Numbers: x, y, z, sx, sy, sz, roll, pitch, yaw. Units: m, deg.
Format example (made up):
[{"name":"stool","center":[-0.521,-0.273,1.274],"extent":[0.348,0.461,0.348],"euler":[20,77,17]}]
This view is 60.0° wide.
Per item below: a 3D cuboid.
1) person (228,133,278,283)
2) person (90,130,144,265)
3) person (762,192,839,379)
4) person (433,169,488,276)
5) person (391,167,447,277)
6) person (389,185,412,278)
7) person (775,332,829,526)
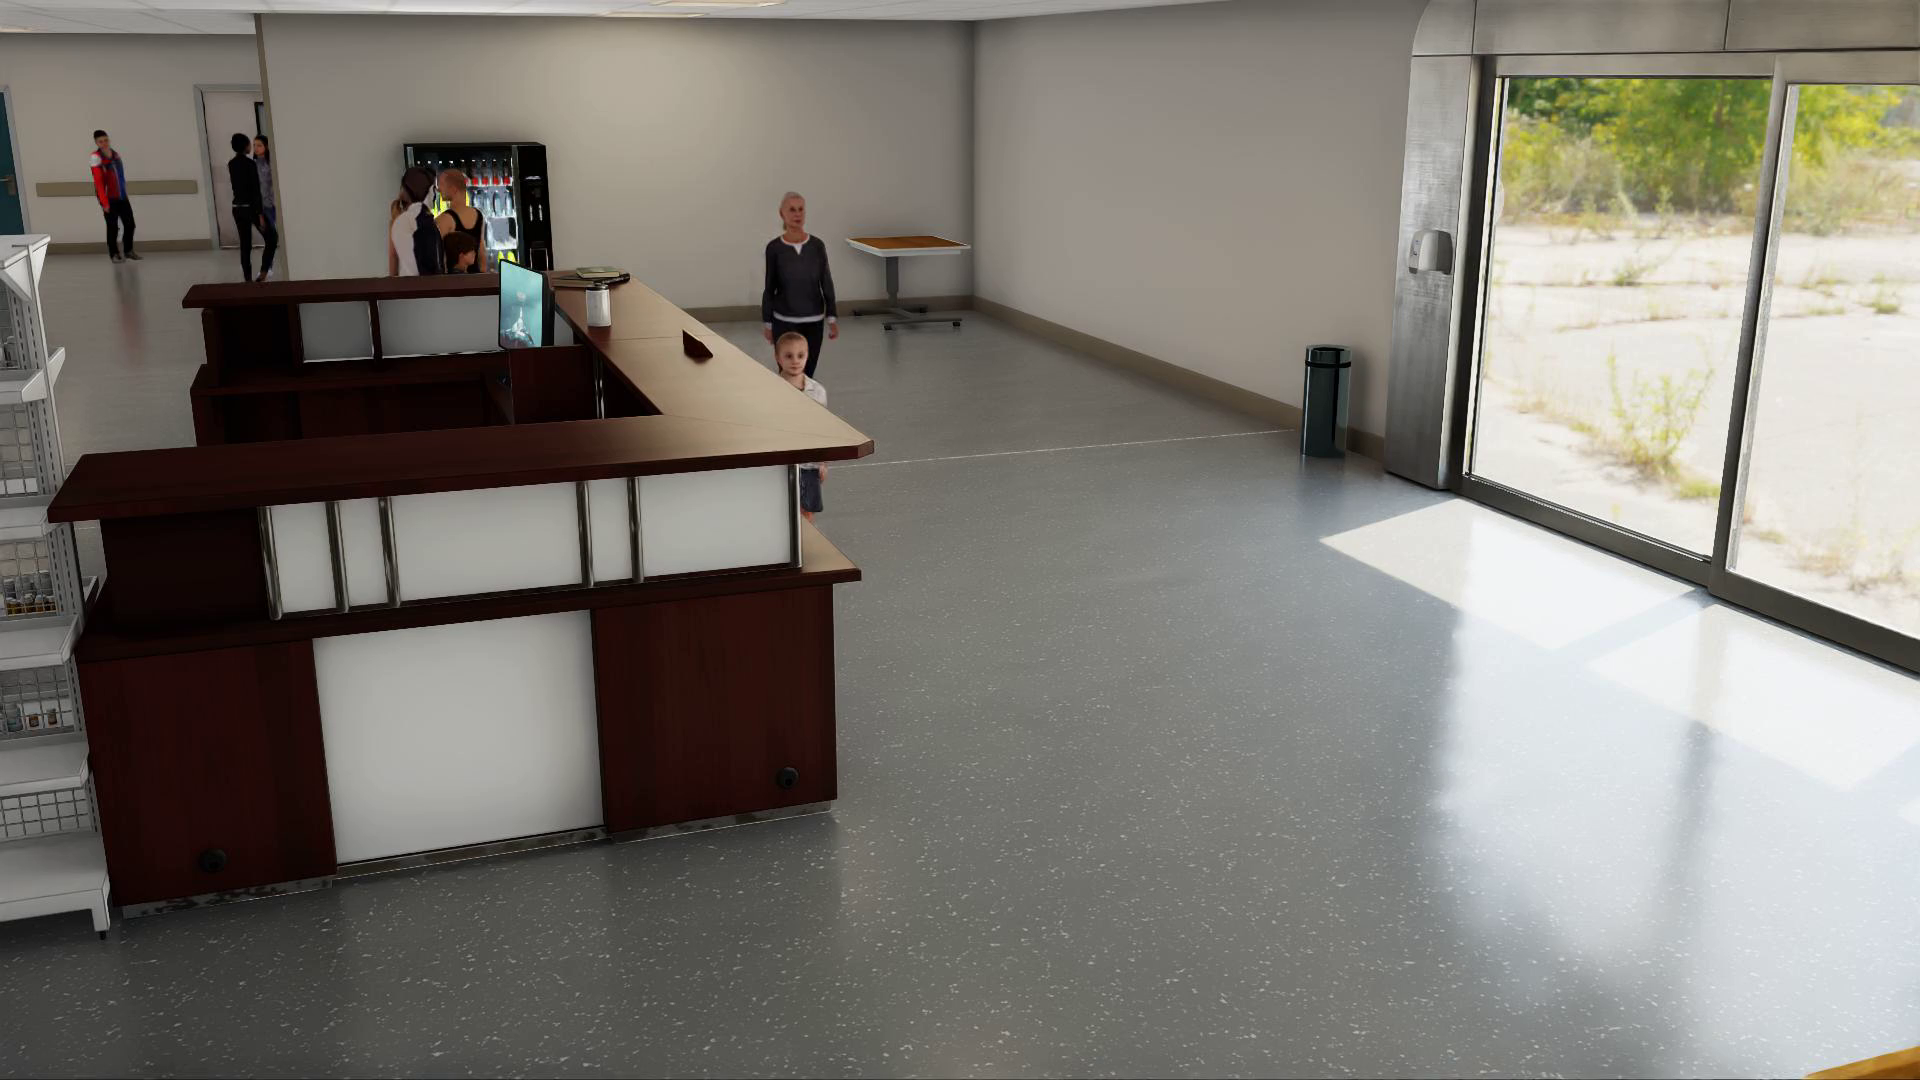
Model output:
[{"name":"person","center":[-7.906,-3.542,18.349],"extent":[0.759,1.826,0.822],"euler":[7,17,23]},{"name":"person","center":[-11.198,-4.508,21.958],"extent":[0.845,1.728,0.807],"euler":[2,16,8]},{"name":"person","center":[-1.121,-1.491,11.326],"extent":[1.005,1.690,0.694],"euler":[-7,17,-22]},{"name":"person","center":[-3.568,-1.776,12.170],"extent":[1.169,1.781,1.139],"euler":[9,18,29]},{"name":"person","center":[-3.653,-1.492,11.043],"extent":[1.235,1.845,0.960],"euler":[-12,20,-37]},{"name":"person","center":[-3.884,-1.597,11.608],"extent":[0.941,1.740,1.217],"euler":[14,21,40]},{"name":"person","center":[-0.836,-0.402,8.221],"extent":[0.517,1.271,0.576],"euler":[-5,16,-16]}]
